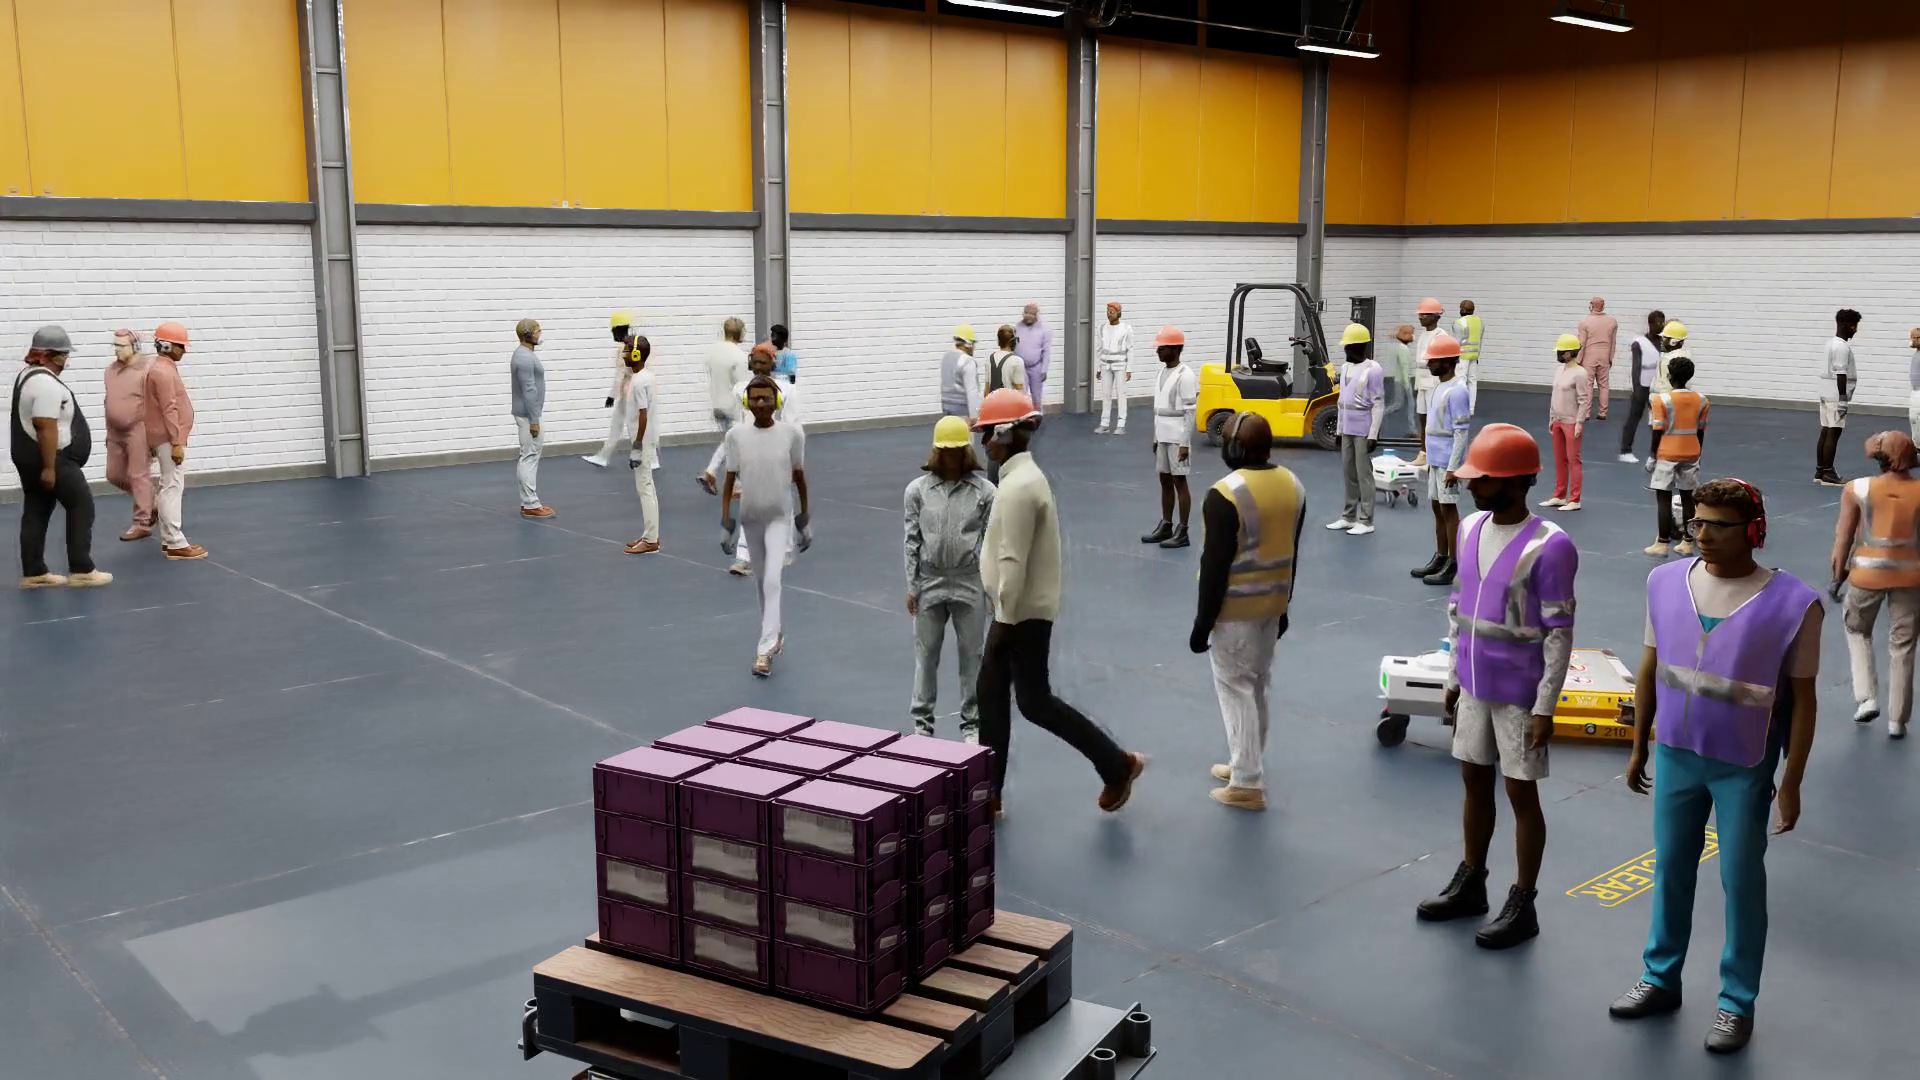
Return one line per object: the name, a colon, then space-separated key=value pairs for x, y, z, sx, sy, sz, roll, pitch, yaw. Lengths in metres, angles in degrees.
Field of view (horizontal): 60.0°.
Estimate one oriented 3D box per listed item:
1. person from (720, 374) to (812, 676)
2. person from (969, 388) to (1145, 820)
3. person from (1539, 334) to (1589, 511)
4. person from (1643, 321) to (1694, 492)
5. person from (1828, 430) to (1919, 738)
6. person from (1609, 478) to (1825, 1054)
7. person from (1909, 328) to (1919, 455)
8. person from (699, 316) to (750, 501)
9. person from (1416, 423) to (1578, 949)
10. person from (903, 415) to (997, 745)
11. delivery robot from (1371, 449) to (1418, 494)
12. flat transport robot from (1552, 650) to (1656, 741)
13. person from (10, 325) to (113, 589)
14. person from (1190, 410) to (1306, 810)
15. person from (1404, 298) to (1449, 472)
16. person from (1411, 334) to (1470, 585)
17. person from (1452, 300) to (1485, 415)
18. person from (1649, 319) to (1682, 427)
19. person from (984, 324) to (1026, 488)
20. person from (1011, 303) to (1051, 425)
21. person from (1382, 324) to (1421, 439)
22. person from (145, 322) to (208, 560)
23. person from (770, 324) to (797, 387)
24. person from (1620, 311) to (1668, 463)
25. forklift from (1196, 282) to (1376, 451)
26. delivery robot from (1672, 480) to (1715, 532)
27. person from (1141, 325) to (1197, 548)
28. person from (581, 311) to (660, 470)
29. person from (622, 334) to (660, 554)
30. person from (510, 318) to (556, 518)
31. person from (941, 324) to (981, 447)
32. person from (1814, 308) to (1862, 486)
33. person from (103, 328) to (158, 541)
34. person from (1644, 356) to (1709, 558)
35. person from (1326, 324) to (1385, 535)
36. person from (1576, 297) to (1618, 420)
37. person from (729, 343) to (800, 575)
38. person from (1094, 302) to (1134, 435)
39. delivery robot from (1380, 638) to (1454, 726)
person: x=-1.208 y=-0.116 z=10.286 sx=0.540 sy=1.822 sz=1.003 roll=1 pitch=10 yaw=4
person: x=0.357 y=0.307 z=7.396 sx=0.874 sy=1.958 sz=0.624 roll=0 pitch=10 yaw=-1
person: x=6.036 y=-1.169 z=16.594 sx=0.329 sy=1.765 sz=0.533 roll=-2 pitch=10 yaw=-12
person: x=7.630 y=-1.430 z=17.905 sx=0.404 sy=1.837 sz=0.592 roll=9 pitch=13 yaw=42
person: x=4.915 y=0.229 z=8.812 sx=0.559 sy=1.620 sz=0.405 roll=4 pitch=10 yaw=21
person: x=2.446 y=0.708 z=5.364 sx=0.373 sy=1.843 sz=0.571 roll=-8 pitch=12 yaw=-38
person: x=12.205 y=-1.869 z=21.074 sx=0.414 sy=1.622 sz=0.537 roll=2 pitch=10 yaw=12
person: x=-2.379 y=-1.343 z=17.145 sx=0.506 sy=1.922 sz=0.650 roll=-9 pitch=13 yaw=-41
person: x=1.980 y=0.534 z=6.128 sx=0.376 sy=1.934 sz=0.547 roll=-5 pitch=11 yaw=-25
person: x=-0.047 y=0.239 z=8.414 sx=0.489 sy=1.742 sz=0.319 roll=0 pitch=10 yaw=0
delivery robot: x=4.383 y=-0.688 z=17.039 sx=0.477 sy=0.478 sz=0.707 roll=-3 pitch=10 yaw=-17
flat transport robot: x=3.405 y=0.821 z=9.307 sx=0.652 sy=0.197 sz=1.431 roll=2 pitch=10 yaw=11
person: x=-6.871 y=-0.642 z=12.698 sx=0.712 sy=2.000 sz=0.722 roll=10 pitch=14 yaw=44
person: x=1.308 y=0.312 z=7.736 sx=0.626 sy=1.848 sz=0.429 roll=-9 pitch=13 yaw=-42
person: x=5.507 y=-1.817 z=19.570 sx=0.389 sy=2.045 sz=0.606 roll=-2 pitch=10 yaw=-11
person: x=3.720 y=-0.618 z=12.866 sx=0.371 sy=1.933 sz=0.551 roll=0 pitch=10 yaw=-1
person: x=8.014 y=-2.887 z=26.430 sx=0.624 sy=1.844 sz=0.429 roll=-6 pitch=11 yaw=-32
person: x=10.555 y=-2.472 z=24.652 sx=0.705 sy=1.602 sz=0.541 roll=-3 pitch=10 yaw=-17
person: x=0.477 y=-1.270 z=16.946 sx=0.513 sy=1.843 sz=0.334 roll=9 pitch=13 yaw=42
person: x=1.011 y=-2.520 z=24.245 sx=0.647 sy=1.864 sz=0.914 roll=2 pitch=10 yaw=10
person: x=6.087 y=-2.193 z=23.042 sx=0.746 sy=1.610 sz=0.503 roll=4 pitch=10 yaw=21
person: x=-6.594 y=-0.829 z=13.959 sx=0.395 sy=1.985 sz=0.608 roll=-6 pitch=11 yaw=-30
person: x=-2.206 y=-1.816 z=20.574 sx=0.321 sy=1.697 sz=0.535 roll=-8 pitch=12 yaw=-38
person: x=8.394 y=-1.827 z=20.134 sx=0.622 sy=1.861 sz=1.004 roll=-4 pitch=10 yaw=-21
forklift: x=4.328 y=-2.346 z=22.227 sx=2.313 sy=2.155 sz=1.214 roll=3 pitch=10 yaw=16
delivery robot: x=6.678 y=-0.290 z=14.708 sx=0.707 sy=0.478 sz=0.477 roll=-3 pitch=10 yaw=-14
person: x=1.831 y=-0.896 z=14.486 sx=0.377 sy=1.938 sz=0.547 roll=-4 pitch=11 yaw=-23
person: x=-4.024 y=-1.739 z=19.616 sx=0.981 sy=1.875 sz=0.594 roll=-2 pitch=10 yaw=-10
person: x=-2.739 y=-0.811 z=14.216 sx=0.328 sy=1.862 sz=0.510 roll=-1 pitch=10 yaw=-5
person: x=-4.165 y=-1.181 z=16.156 sx=0.372 sy=1.940 sz=0.630 roll=-3 pitch=10 yaw=-18
person: x=0.022 y=-1.383 z=17.712 sx=0.441 sy=1.812 sz=0.620 roll=-6 pitch=11 yaw=-30
person: x=9.727 y=-1.582 z=18.435 sx=0.368 sy=1.961 sz=0.603 roll=2 pitch=10 yaw=14
person: x=-7.412 y=-0.957 z=14.954 sx=0.669 sy=1.892 sz=0.548 roll=4 pitch=11 yaw=23
person: x=6.029 y=-0.696 z=14.021 sx=0.540 sy=1.695 sz=0.317 roll=-2 pitch=10 yaw=-14
person: x=3.609 y=-1.009 z=15.186 sx=0.386 sy=1.922 sz=0.594 roll=-4 pitch=10 yaw=-20
person: x=9.803 y=-2.799 z=25.717 sx=0.637 sy=1.911 sz=0.403 roll=-1 pitch=10 yaw=-8
person: x=-1.576 y=-0.646 z=13.332 sx=0.601 sy=1.836 sz=0.897 roll=2 pitch=10 yaw=14
person: x=2.193 y=-2.437 z=23.673 sx=0.575 sy=1.882 sz=0.360 roll=7 pitch=12 yaw=34
delivery robot: x=2.540 y=0.751 z=8.614 sx=0.707 sy=0.478 sz=0.477 roll=3 pitch=10 yaw=18
